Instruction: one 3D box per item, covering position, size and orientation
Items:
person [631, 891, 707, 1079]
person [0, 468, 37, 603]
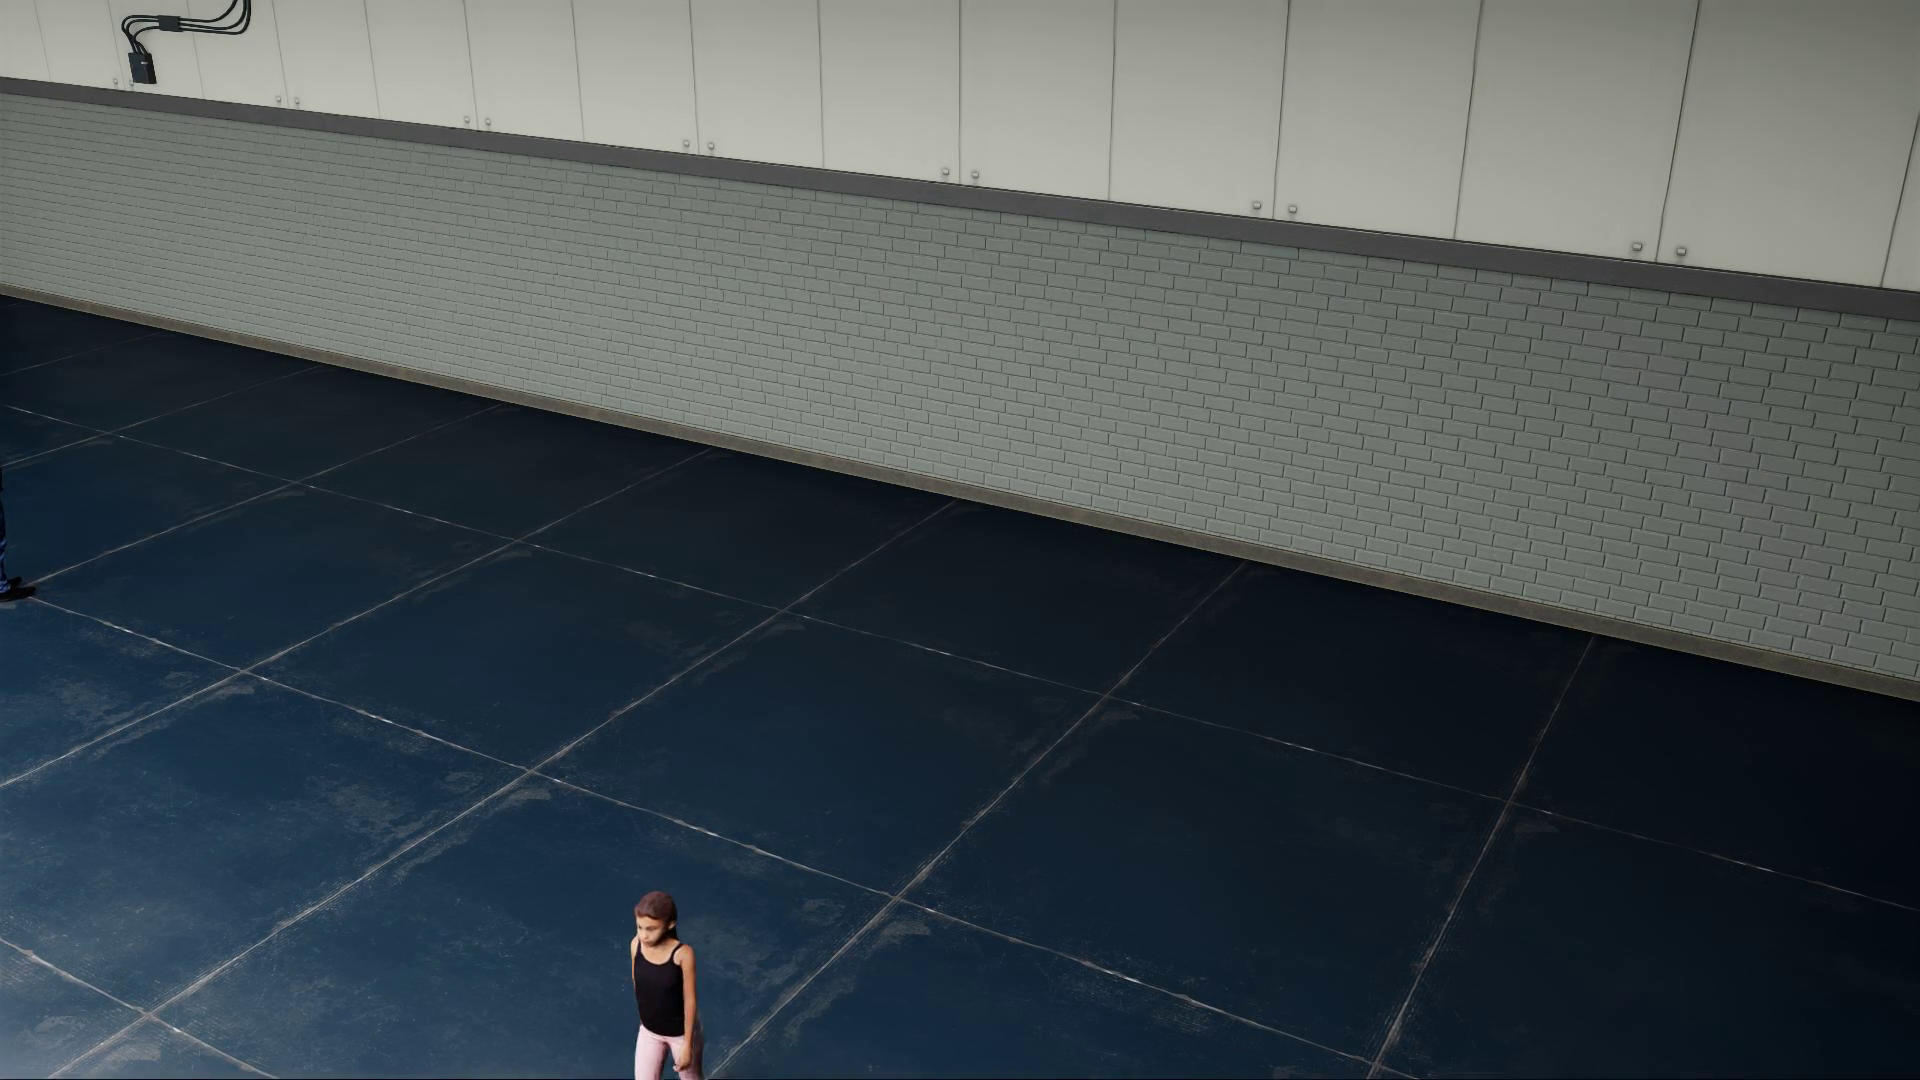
[{"bbox_3d":[-1.351,2.313,7.964,0.673,1.529,0.993,6,24,14],"label":"person"},{"bbox_3d":[-8.195,-0.404,13.886,0.717,1.895,0.645,20,30,38],"label":"person"}]
